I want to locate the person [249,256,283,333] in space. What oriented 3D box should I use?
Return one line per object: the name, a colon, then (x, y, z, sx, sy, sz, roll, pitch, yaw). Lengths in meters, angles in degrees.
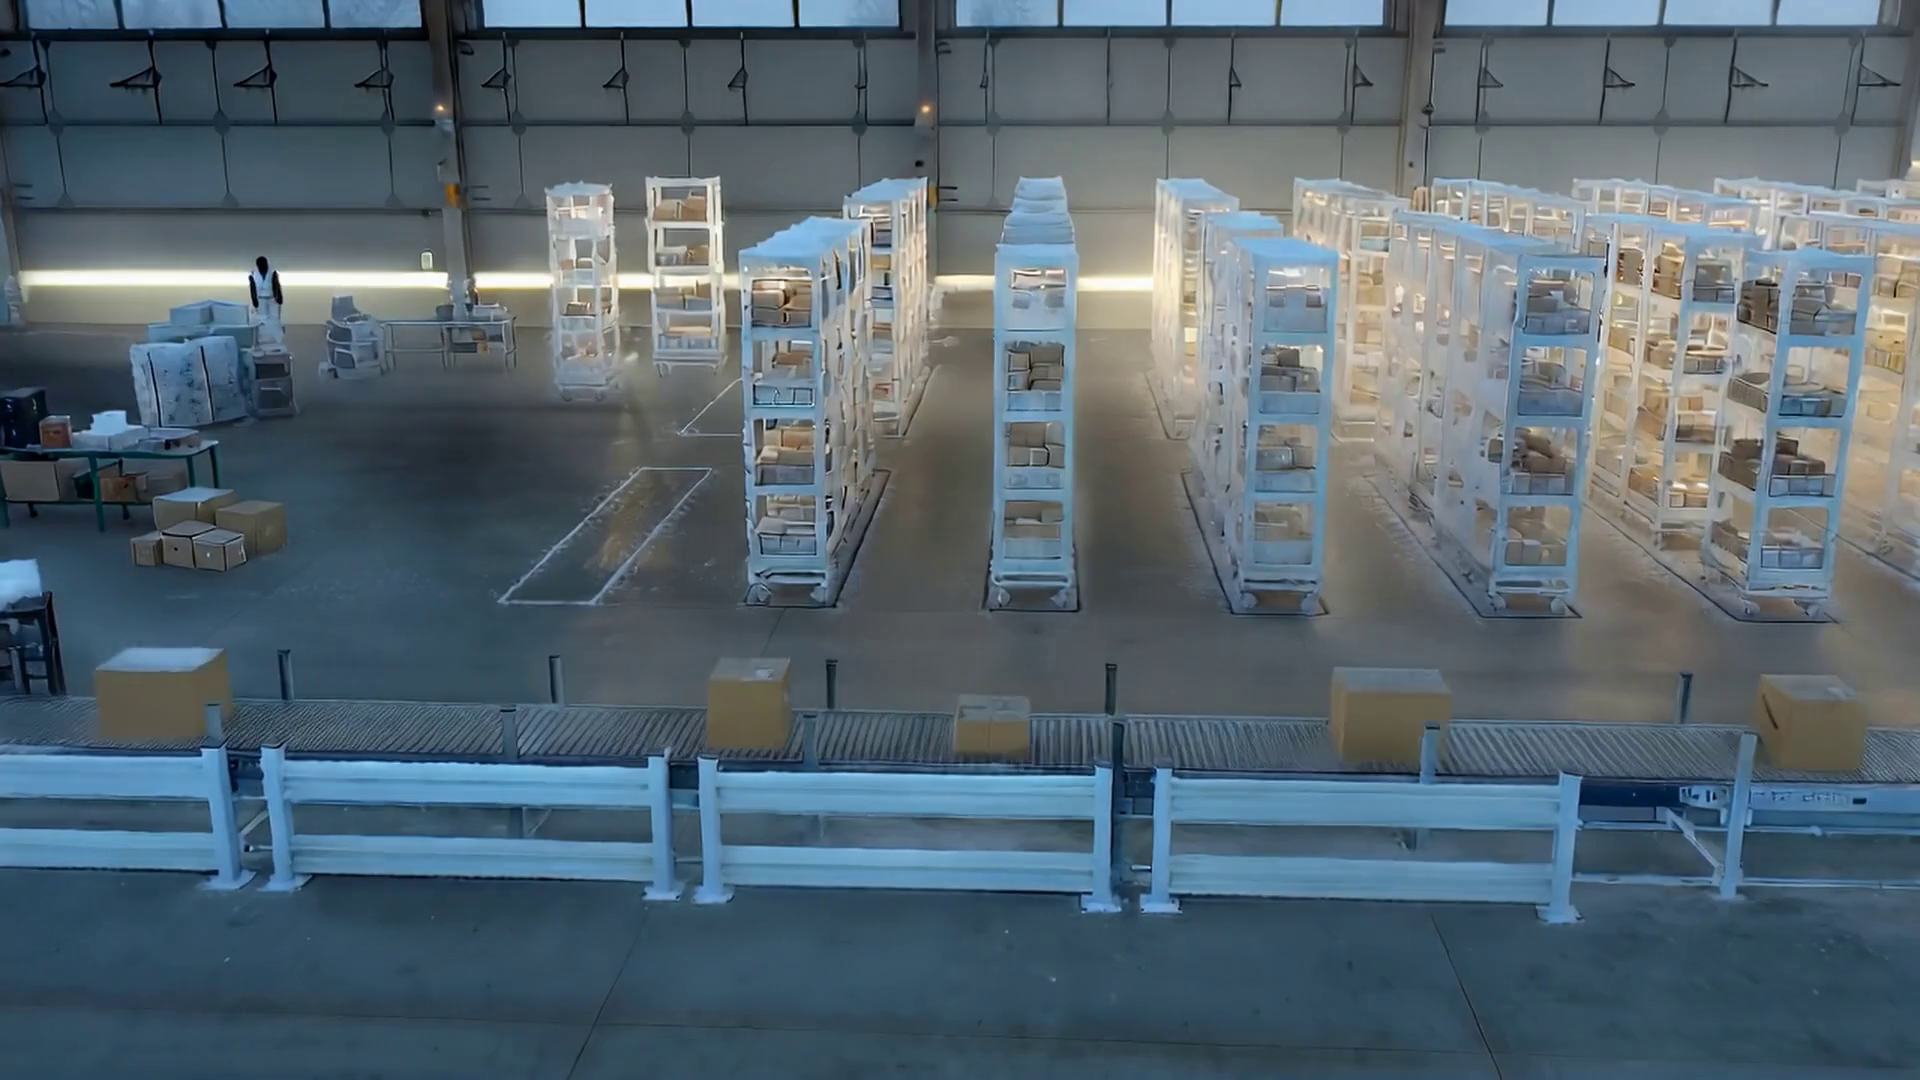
person: (-14.410, -4.983, 34.580, 0.631, 1.831, 0.429, -5, 16, -17)
